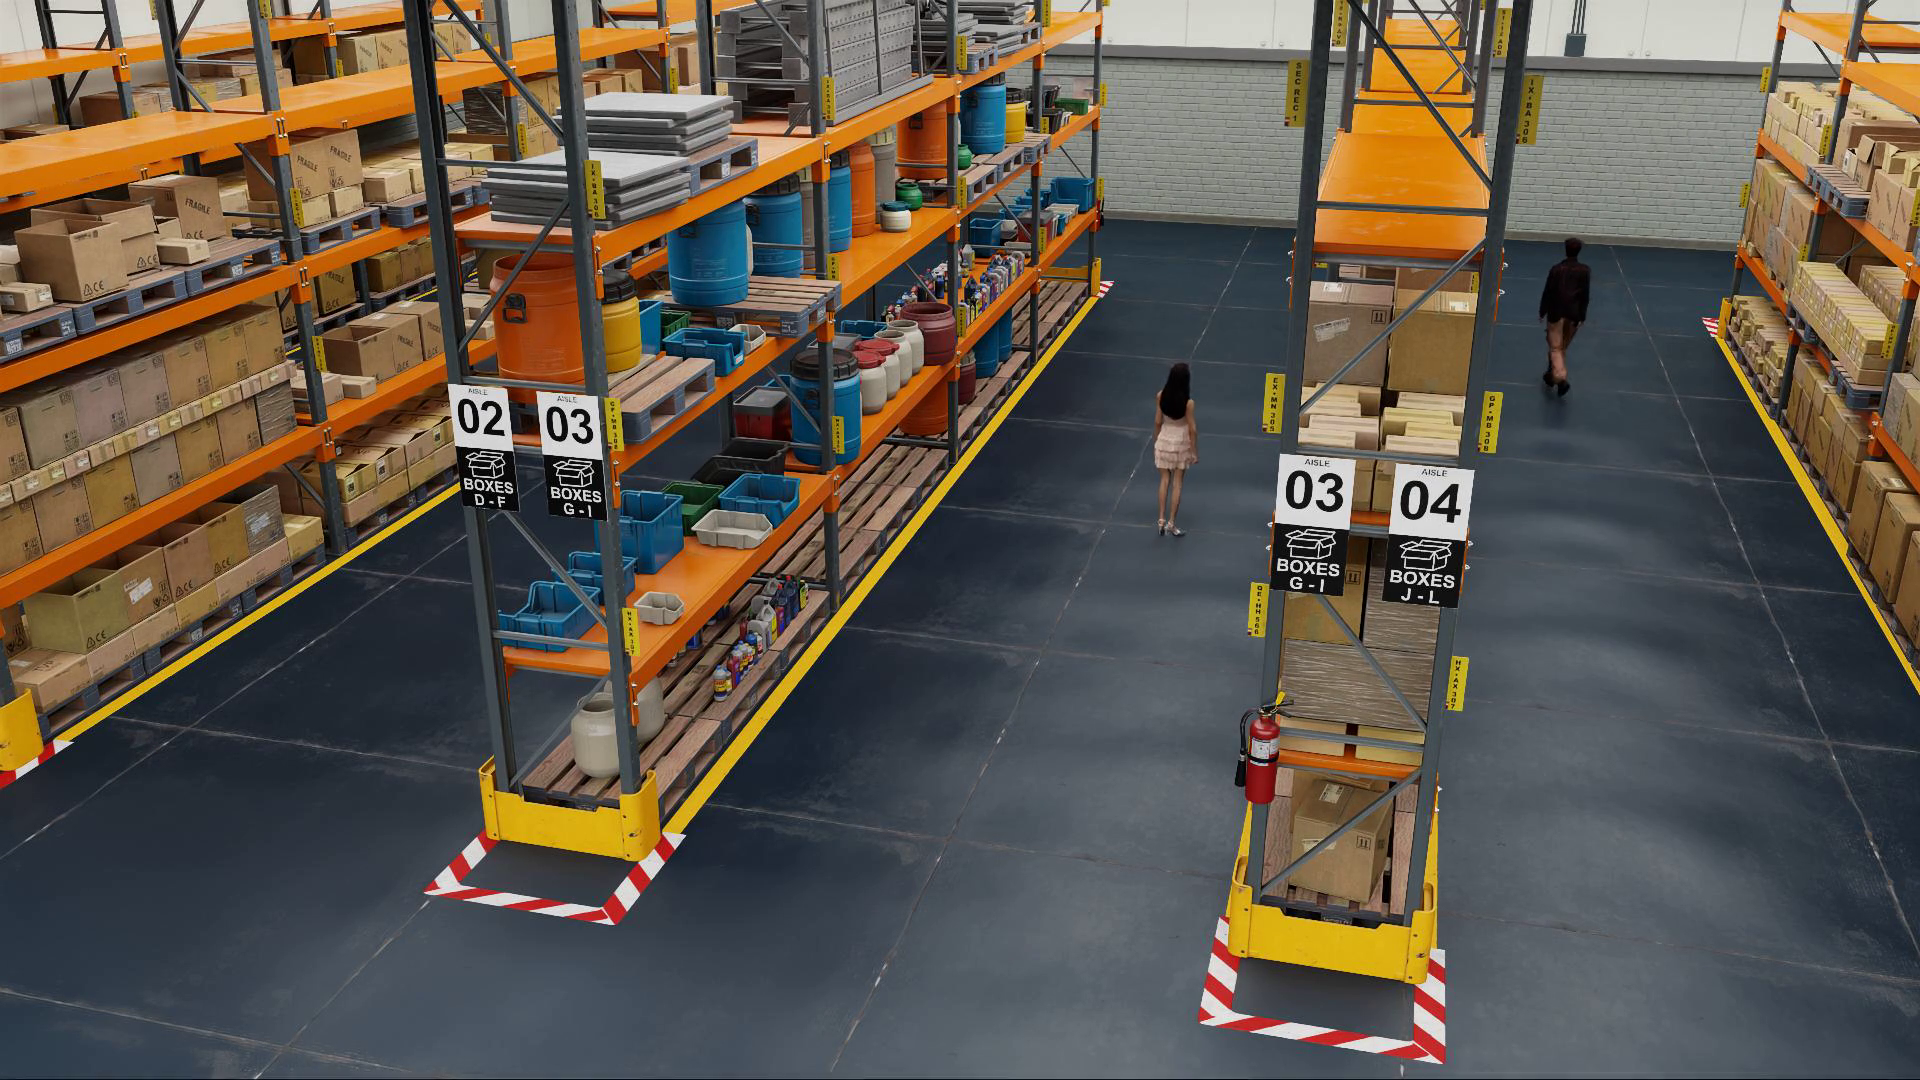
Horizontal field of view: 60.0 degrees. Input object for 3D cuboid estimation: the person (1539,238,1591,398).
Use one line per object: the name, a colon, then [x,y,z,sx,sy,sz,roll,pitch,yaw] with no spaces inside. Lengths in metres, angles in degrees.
person: [7.333,-2.663,20.149,0.875,1.889,1.282,1,22,1]

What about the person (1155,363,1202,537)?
person: [2.044,-0.868,15.971,0.666,1.730,0.646,13,26,30]
